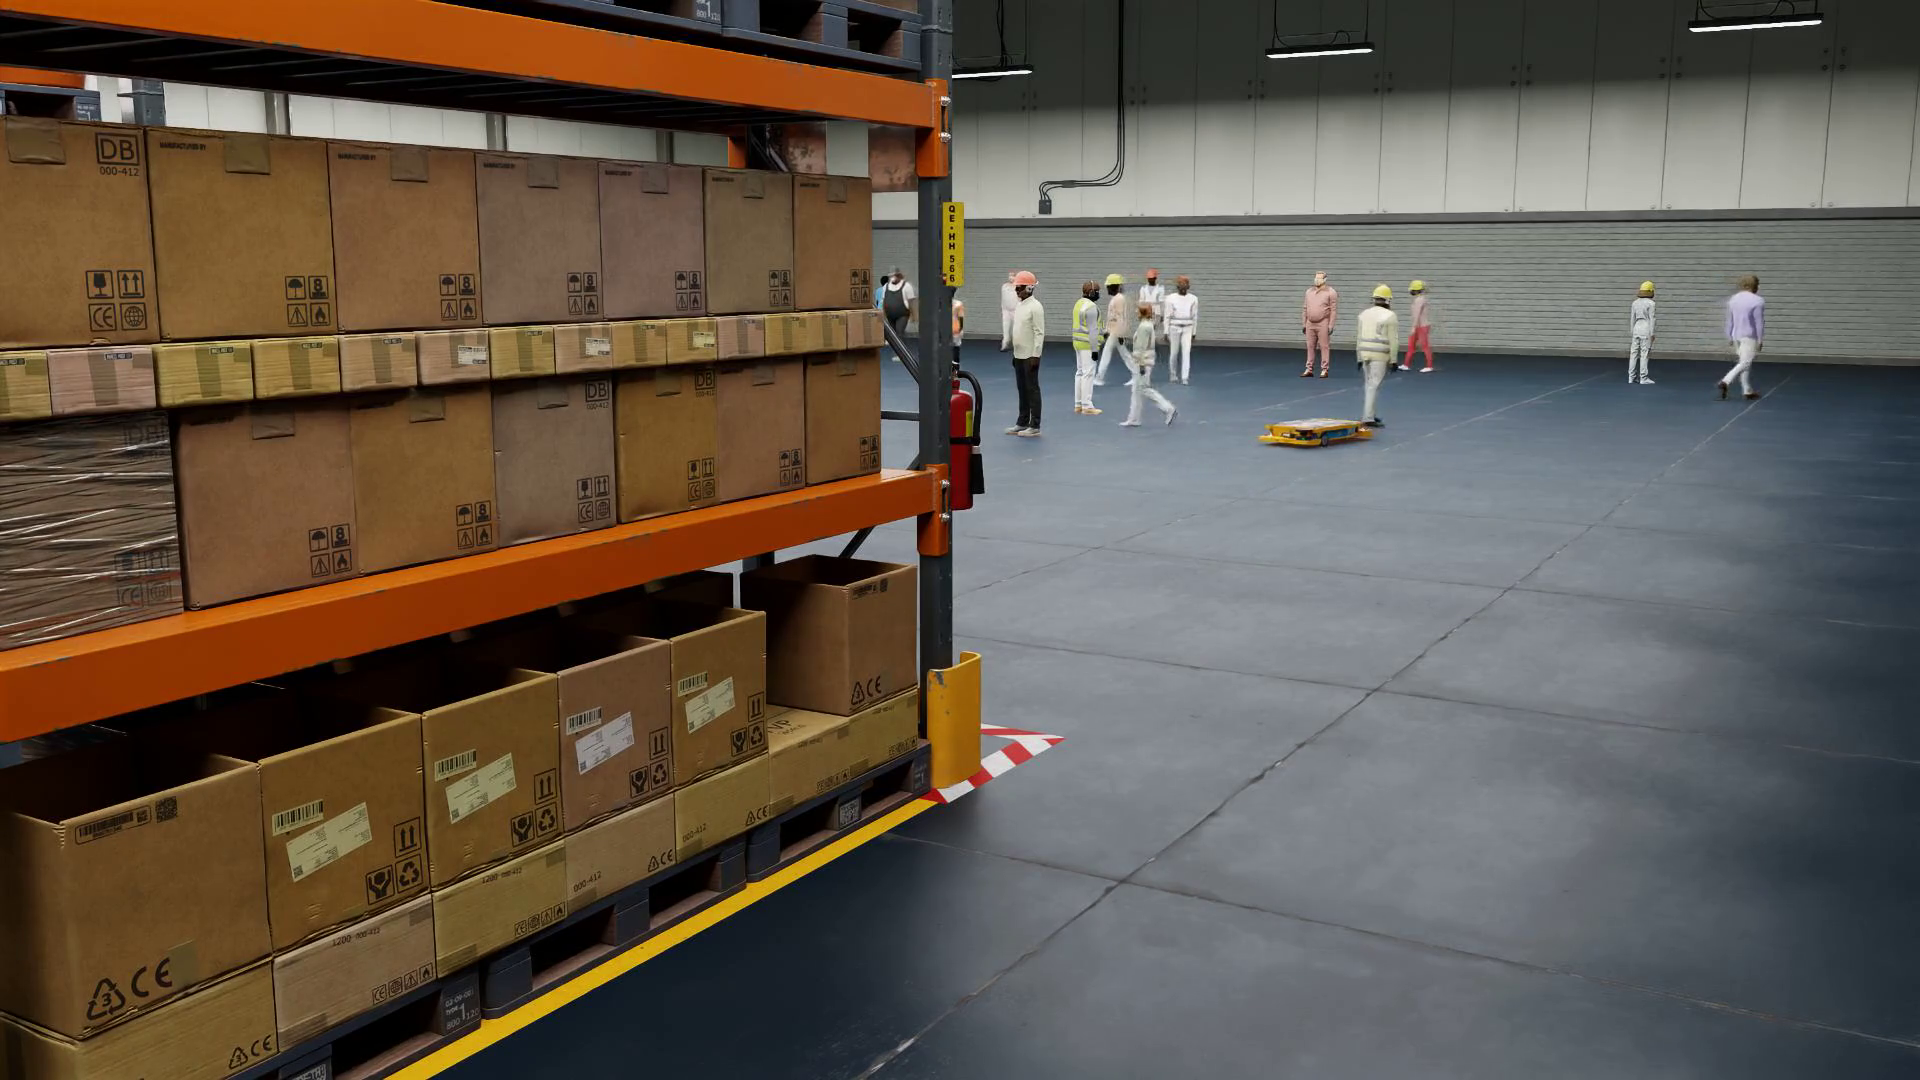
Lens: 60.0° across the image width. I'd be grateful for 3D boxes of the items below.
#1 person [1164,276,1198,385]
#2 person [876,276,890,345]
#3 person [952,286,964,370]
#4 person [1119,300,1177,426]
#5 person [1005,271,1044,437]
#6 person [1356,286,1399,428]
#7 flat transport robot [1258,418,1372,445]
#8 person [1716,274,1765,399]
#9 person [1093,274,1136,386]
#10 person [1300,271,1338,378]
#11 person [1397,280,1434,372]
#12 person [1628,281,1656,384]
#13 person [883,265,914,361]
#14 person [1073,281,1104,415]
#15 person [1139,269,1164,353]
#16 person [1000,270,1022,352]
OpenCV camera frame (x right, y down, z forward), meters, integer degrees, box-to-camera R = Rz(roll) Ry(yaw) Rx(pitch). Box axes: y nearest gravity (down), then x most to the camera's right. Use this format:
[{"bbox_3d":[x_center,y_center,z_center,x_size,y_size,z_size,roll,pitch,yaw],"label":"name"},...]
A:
[{"bbox_3d":[3.768,-3.589,28.440,0.581,1.852,0.938,0,10,-1],"label":"person"},{"bbox_3d":[-1.844,-5.607,40.673,0.320,1.695,0.537,-9,13,-43],"label":"person"},{"bbox_3d":[-0.179,-3.832,30.385,0.551,1.644,0.872,2,10,11],"label":"person"},{"bbox_3d":[2.405,-2.235,21.166,0.677,1.620,0.521,2,10,12],"label":"person"},{"bbox_3d":[0.798,-2.253,20.162,0.381,1.994,0.622,-4,11,-25],"label":"person"},{"bbox_3d":[5.306,-2.315,21.131,0.604,1.800,0.607,-6,11,-29],"label":"person"},{"bbox_3d":[4.171,-1.276,19.482,0.652,0.197,1.431,9,13,43],"label":"flat transport robot"},{"bbox_3d":[11.798,-3.048,25.090,0.864,1.913,0.640,-3,10,-18],"label":"person"},{"bbox_3d":[2.618,-3.516,27.912,0.983,1.881,0.604,1,10,4],"label":"person"},{"bbox_3d":[6.415,-3.860,29.820,0.647,1.913,0.409,8,13,39],"label":"person"},{"bbox_3d":[8.539,-3.995,31.149,0.802,1.716,0.548,1,10,5],"label":"person"},{"bbox_3d":[11.715,-3.548,28.484,0.295,1.743,0.492,-5,11,-26],"label":"person"},{"bbox_3d":[-1.262,-4.758,34.699,0.708,2.000,0.855,5,11,25],"label":"person"},{"bbox_3d":[1.774,-2.647,22.947,0.429,1.835,0.630,-2,10,-14],"label":"person"},{"bbox_3d":[4.235,-5.016,36.612,0.555,1.909,0.880,4,11,25],"label":"person"},{"bbox_3d":[1.242,-5.224,37.950,0.656,1.867,0.965,5,11,28],"label":"person"}]
